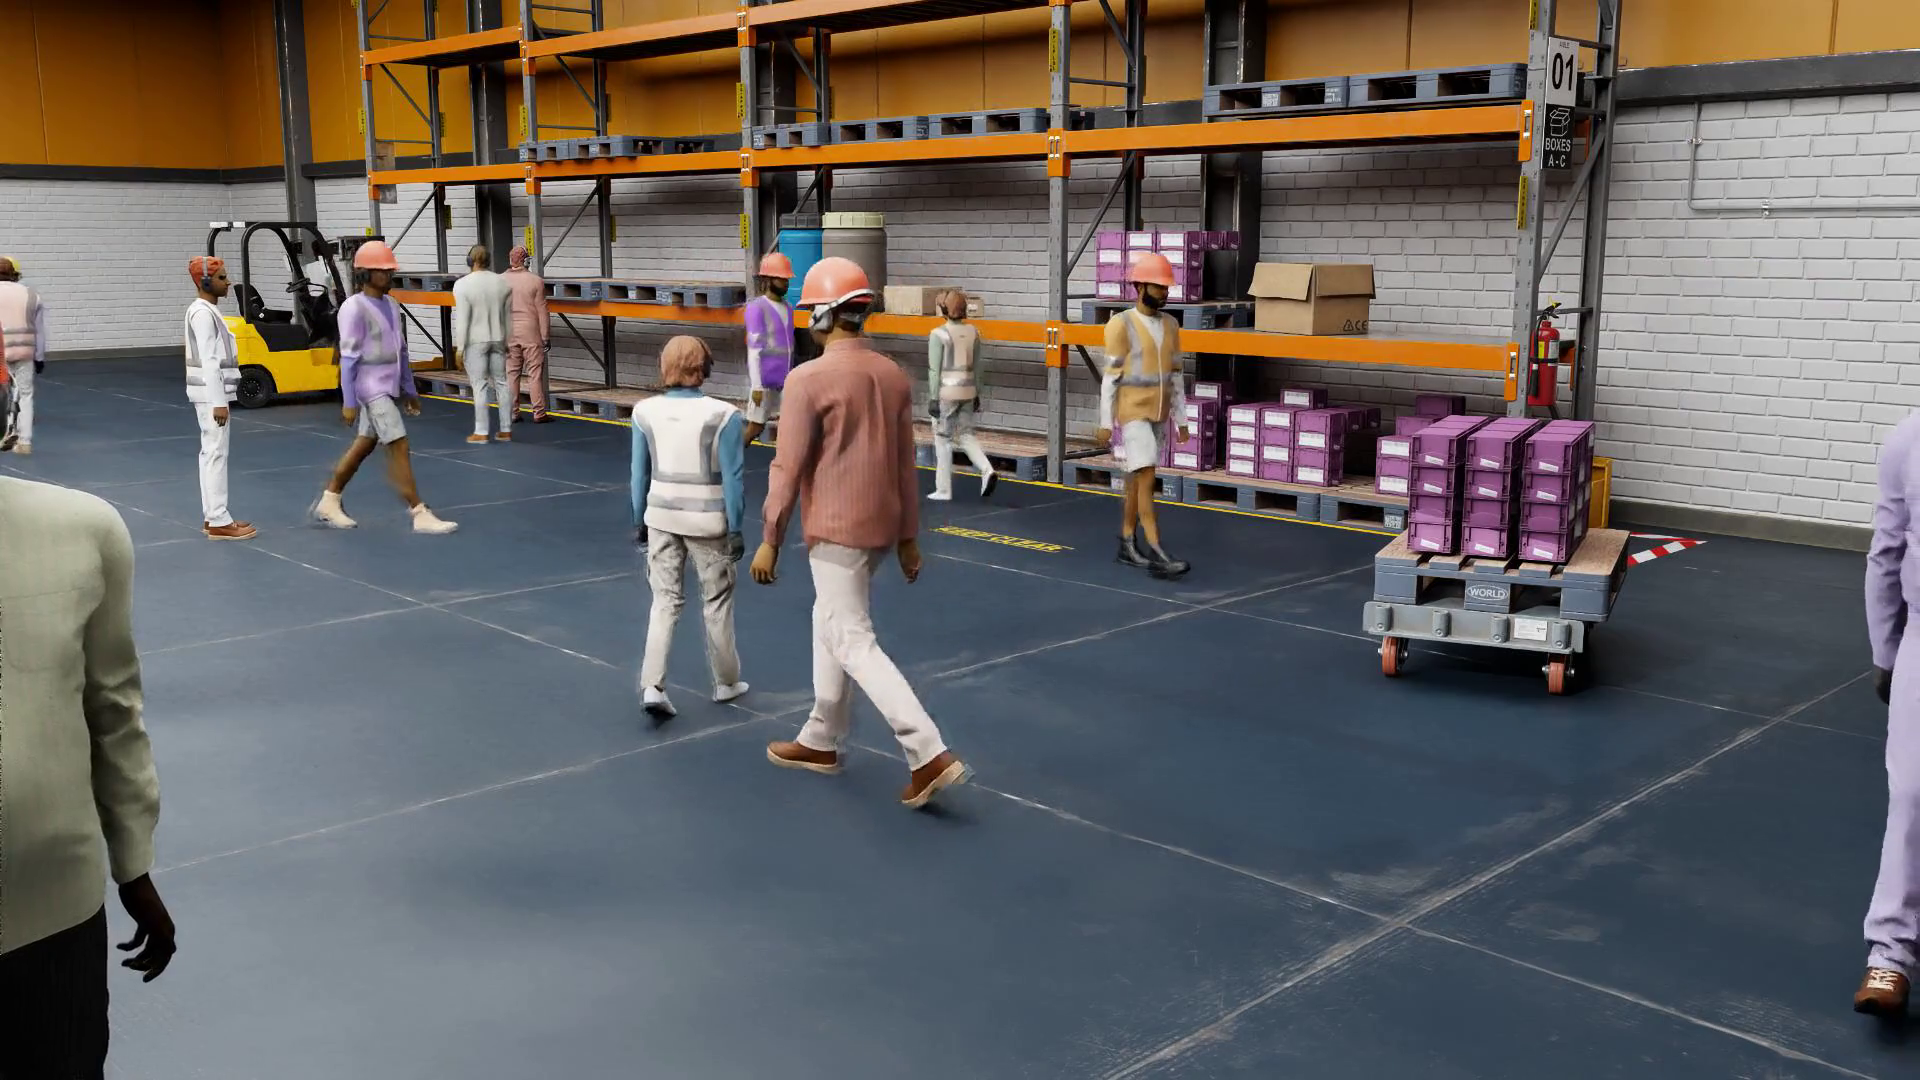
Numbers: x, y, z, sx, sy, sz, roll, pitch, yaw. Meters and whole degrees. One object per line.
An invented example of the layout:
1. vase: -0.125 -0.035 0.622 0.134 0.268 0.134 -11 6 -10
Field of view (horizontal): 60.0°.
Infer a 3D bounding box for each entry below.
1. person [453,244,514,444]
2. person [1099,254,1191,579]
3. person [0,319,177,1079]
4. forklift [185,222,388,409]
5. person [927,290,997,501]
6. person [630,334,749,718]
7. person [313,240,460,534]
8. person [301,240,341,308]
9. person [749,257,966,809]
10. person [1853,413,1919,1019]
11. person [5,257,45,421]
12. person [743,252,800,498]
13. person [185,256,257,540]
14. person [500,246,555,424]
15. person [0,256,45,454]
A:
1. person: -4.623 -1.903 16.202 0.352 1.937 0.635 9 14 42
2. person: 1.187 -0.725 9.865 0.576 1.906 0.833 -8 13 -38
3. person: -1.523 0.572 2.567 0.399 1.987 0.612 9 13 39
4. forklift: -8.169 -2.758 20.163 2.313 2.155 1.214 -10 14 -44
5. person: -0.008 -1.073 12.550 0.520 1.622 0.539 -10 14 -43
6. person: -1.147 -0.055 7.002 0.529 1.618 0.685 3 11 15
7. person: -3.998 -1.026 11.308 1.079 1.996 0.625 1 10 6
8. person: -9.219 -3.364 24.086 0.605 1.967 0.373 1 10 6
9. person: -0.341 -0.029 5.964 0.959 1.957 0.610 7 12 32
10. person: 2.655 0.323 4.287 0.664 1.860 0.998 8 13 38
11. person: -10.212 -2.149 17.959 0.919 1.790 0.590 9 14 40
12. person: -1.497 -1.260 12.823 0.959 1.903 0.558 6 12 30
13. person: -4.972 -0.943 11.117 0.355 1.883 0.573 -5 12 -26
14. person: -4.692 -2.202 17.919 0.639 1.908 0.409 2 11 12
15. person: -8.789 -1.692 15.355 0.452 1.827 0.657 9 14 42
